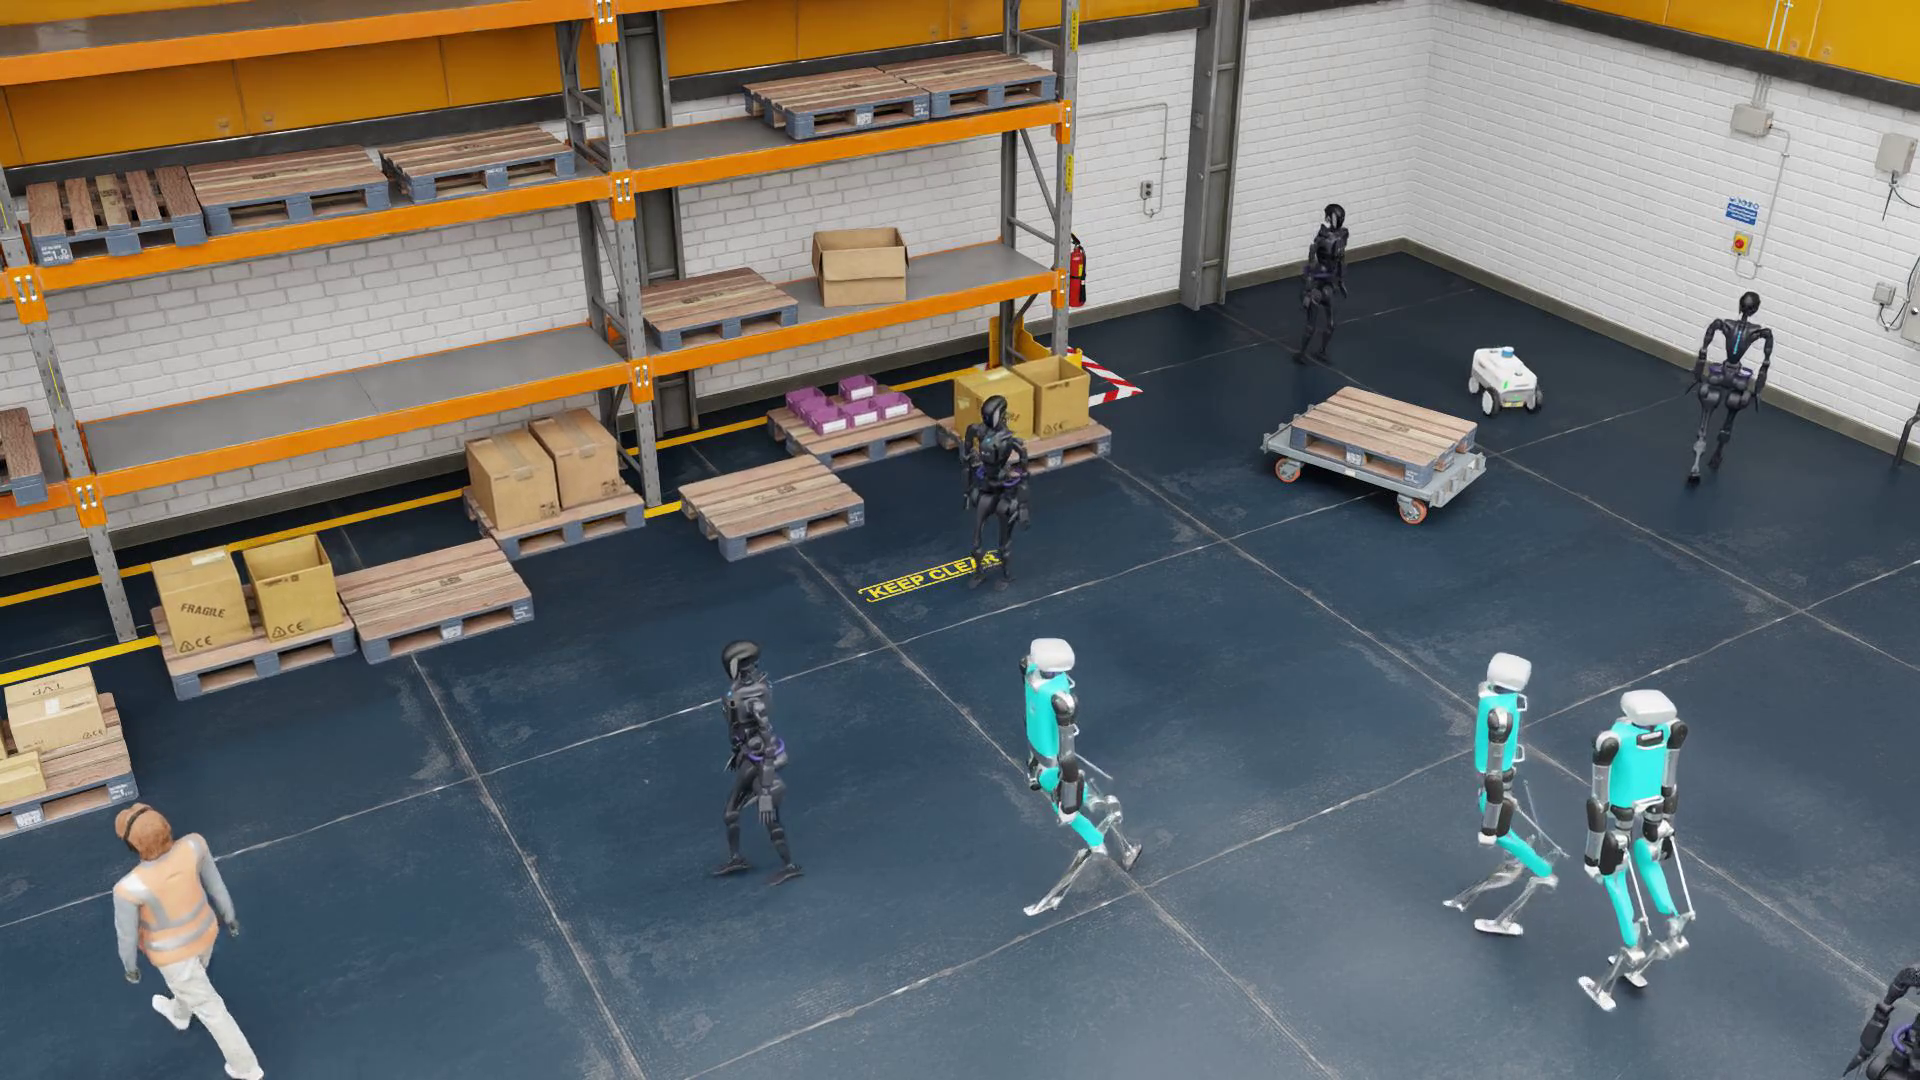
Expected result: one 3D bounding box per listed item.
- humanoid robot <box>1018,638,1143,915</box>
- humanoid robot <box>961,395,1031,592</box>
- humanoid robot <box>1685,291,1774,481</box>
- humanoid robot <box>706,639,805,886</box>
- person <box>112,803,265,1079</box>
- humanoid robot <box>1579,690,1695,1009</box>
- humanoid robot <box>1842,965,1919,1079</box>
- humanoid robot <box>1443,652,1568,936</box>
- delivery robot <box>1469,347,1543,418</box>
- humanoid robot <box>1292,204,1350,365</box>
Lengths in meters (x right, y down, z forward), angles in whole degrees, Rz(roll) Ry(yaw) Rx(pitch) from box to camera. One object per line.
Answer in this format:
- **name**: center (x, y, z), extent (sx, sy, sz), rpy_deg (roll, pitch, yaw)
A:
- **humanoid robot**: center (0.775, 1.274, 9.254), extent (0.918, 1.787, 0.549), rpy_deg (-12, 32, -20)
- **humanoid robot**: center (0.276, -0.338, 12.151), extent (0.590, 1.643, 0.439), rpy_deg (16, 33, 26)
- **humanoid robot**: center (6.381, -1.275, 13.854), extent (0.603, 1.654, 0.743), rpy_deg (15, 33, 24)
- **humanoid robot**: center (-1.171, 1.280, 9.287), extent (0.535, 1.643, 0.600), rpy_deg (-14, 32, -24)
- **person**: center (-3.857, 1.954, 8.156), extent (0.877, 1.588, 0.536), rpy_deg (14, 32, 23)
- **humanoid robot**: center (3.518, 1.662, 8.508), extent (0.531, 1.751, 0.737), rpy_deg (-10, 31, -17)
- **humanoid robot**: center (4.201, 2.389, 7.320), extent (0.499, 1.638, 0.584), rpy_deg (-17, 33, -27)
- **humanoid robot**: center (3.009, 1.443, 8.948), extent (0.769, 1.798, 0.555), rpy_deg (8, 30, 13)
- **delivery robot**: center (5.005, -1.468, 15.297), extent (0.499, 0.609, 0.807), rpy_deg (-4, 30, -8)
- **humanoid robot**: center (3.443, -2.443, 15.874), extent (0.590, 1.633, 0.420), rpy_deg (-23, 37, -35)
